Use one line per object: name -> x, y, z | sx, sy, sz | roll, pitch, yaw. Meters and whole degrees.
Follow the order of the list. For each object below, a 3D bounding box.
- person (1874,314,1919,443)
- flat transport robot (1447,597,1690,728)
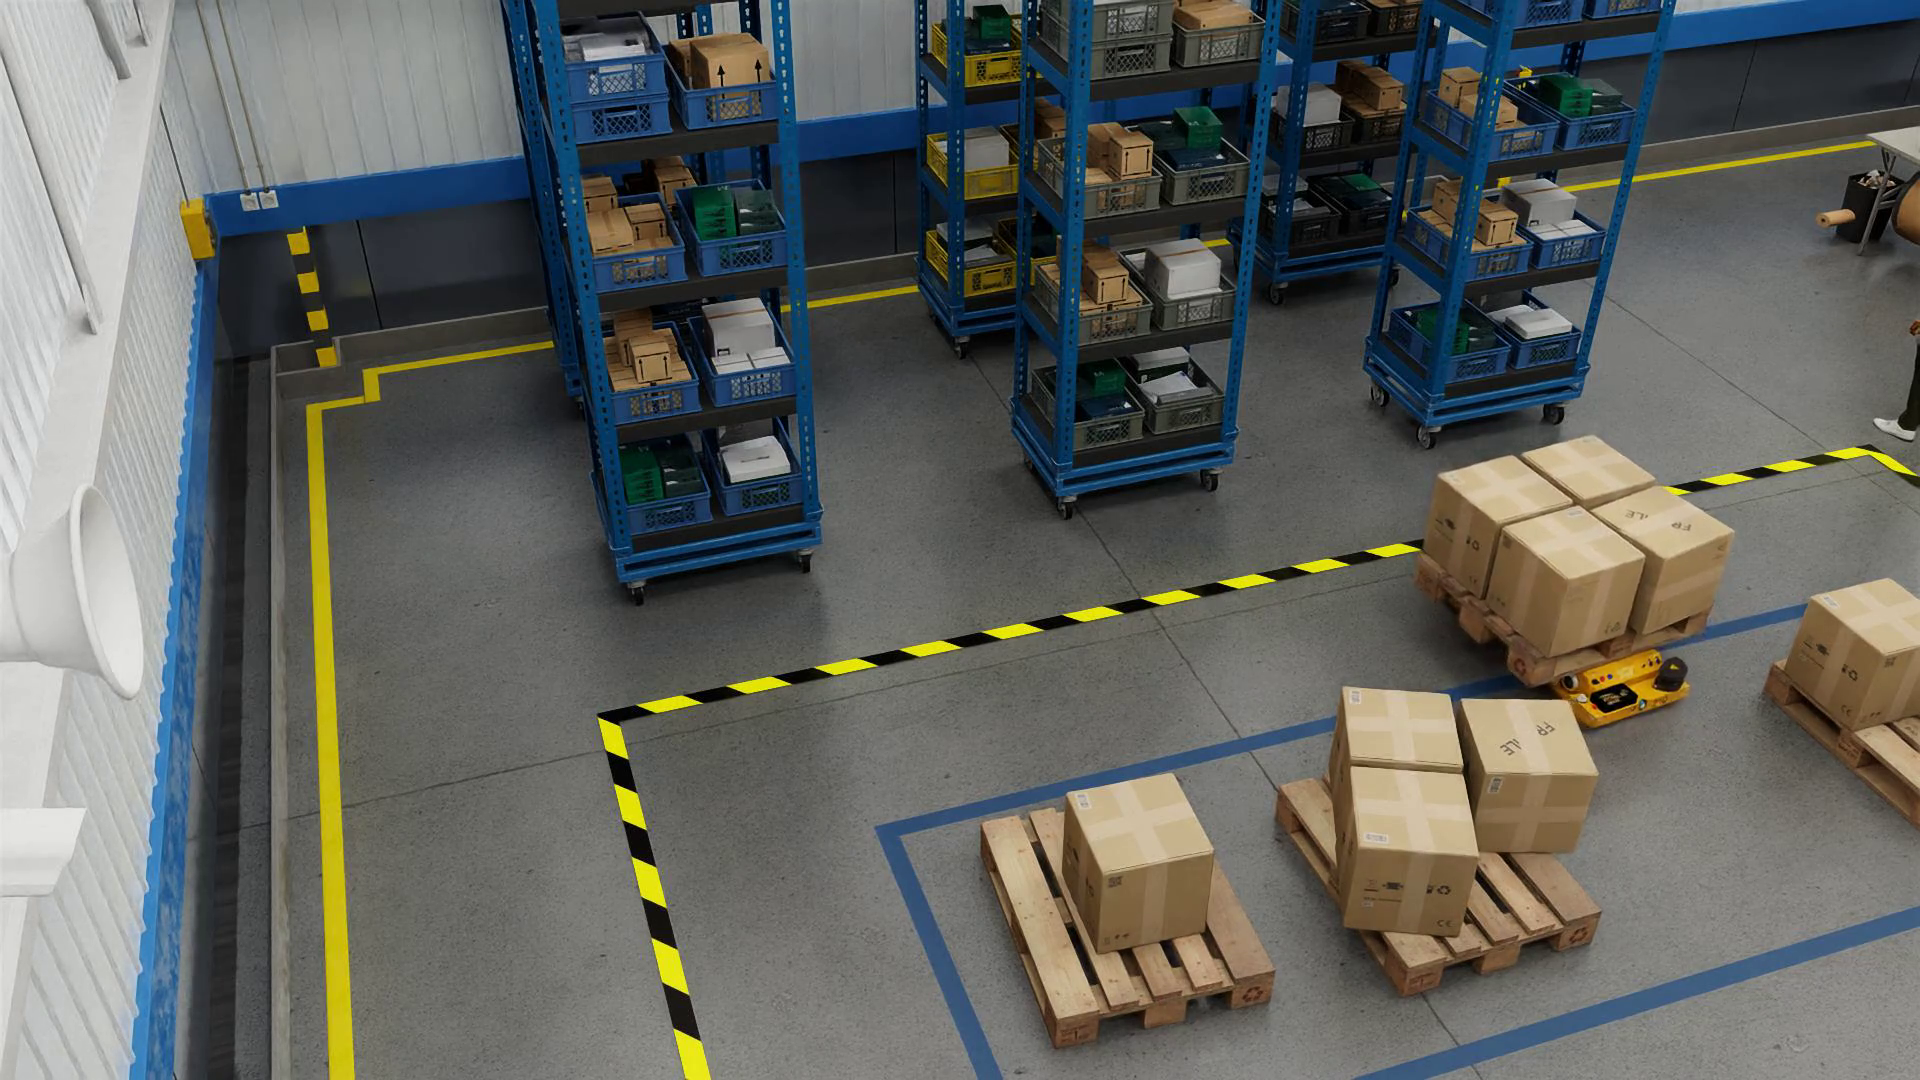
person -> 6.454, -1.505, 10.815 | 0.597, 1.851, 0.381 | -11, 37, -16
flat transport robot -> 3.347, 0.473, 9.361 | 0.652, 0.197, 1.431 | -14, 38, -19
